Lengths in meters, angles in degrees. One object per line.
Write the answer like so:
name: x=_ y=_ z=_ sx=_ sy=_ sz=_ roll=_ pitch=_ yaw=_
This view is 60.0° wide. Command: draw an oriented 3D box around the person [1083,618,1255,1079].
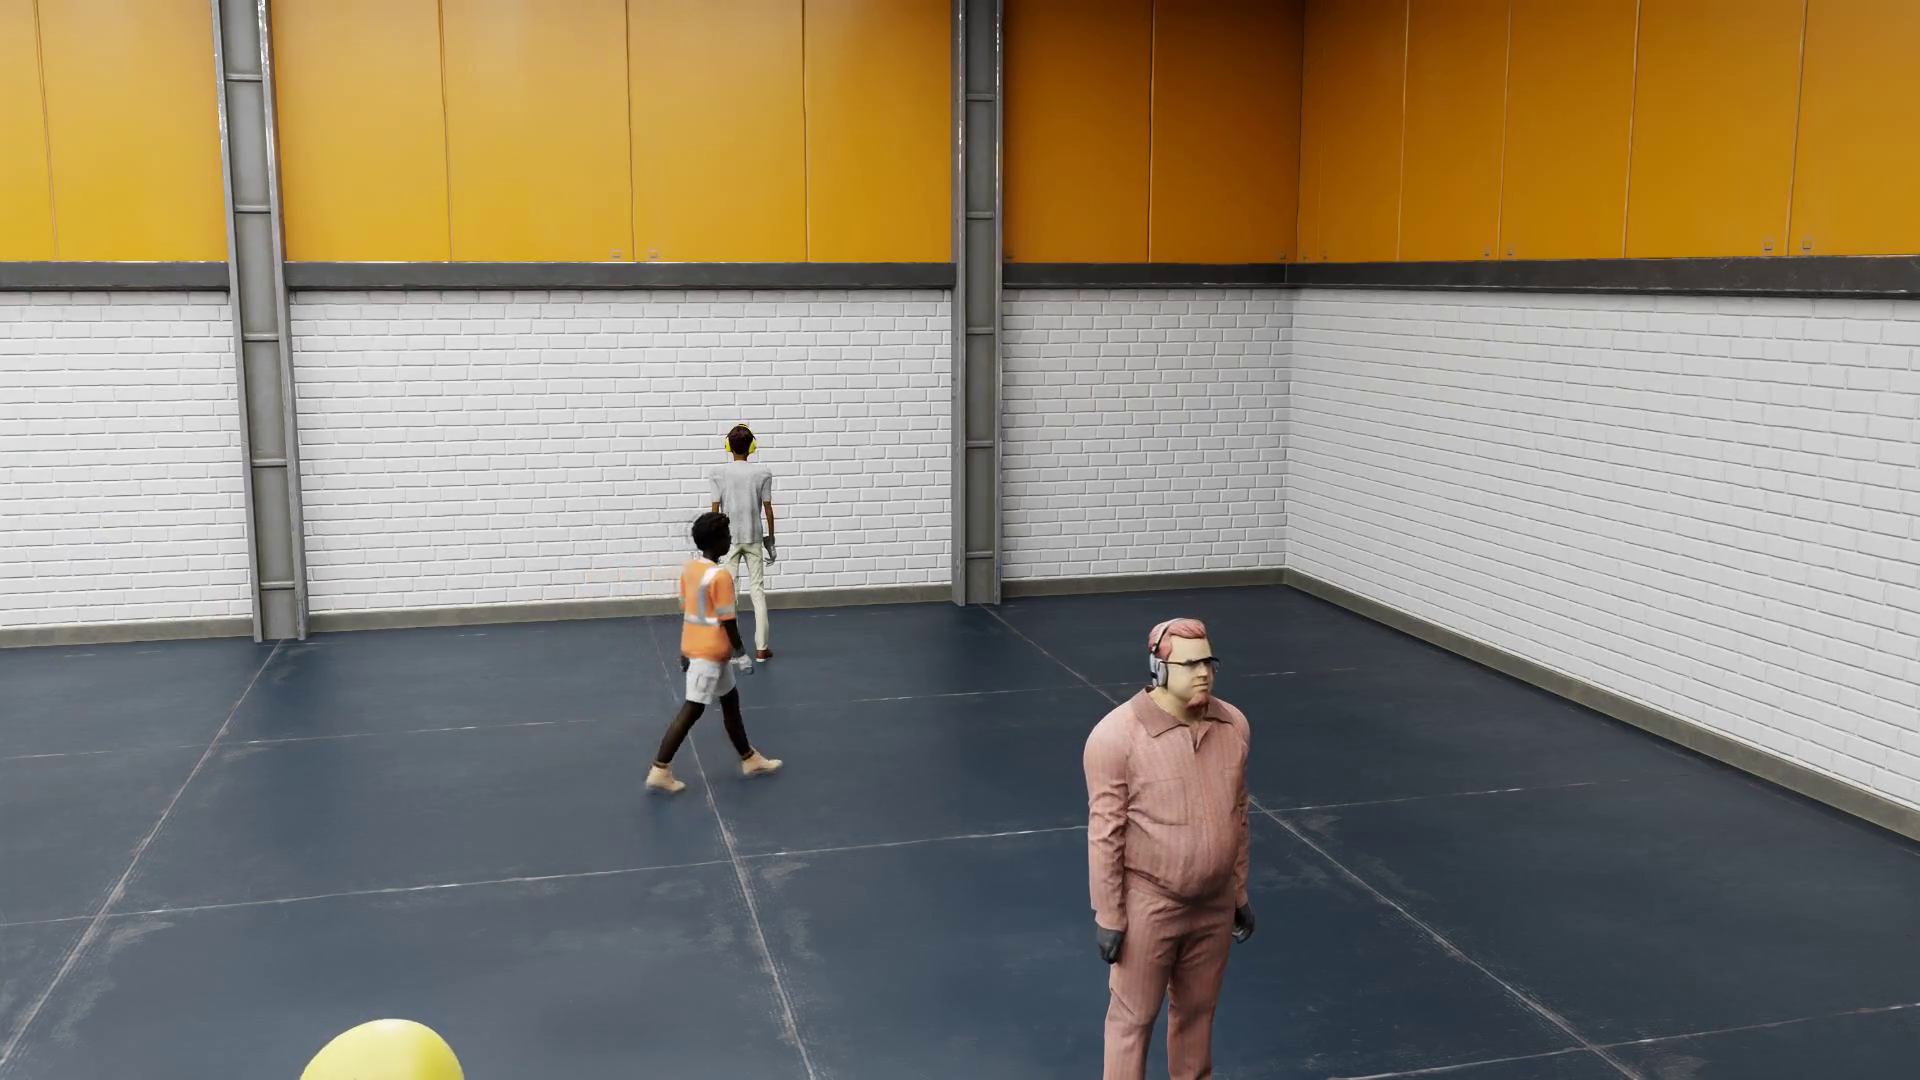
person: x=0.724 y=1.201 z=5.548 sx=0.643 sy=1.913 sz=0.411 roll=-5 pitch=10 yaw=-29

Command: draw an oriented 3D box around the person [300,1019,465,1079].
person: x=-0.883 y=1.666 z=2.599 sx=0.382 sy=1.924 sz=0.594 roll=-4 pitch=10 yaw=-26

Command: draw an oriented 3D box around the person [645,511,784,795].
person: x=-1.483 y=0.655 z=9.762 sx=0.887 sy=1.654 sz=0.533 roll=-4 pitch=10 yaw=-25

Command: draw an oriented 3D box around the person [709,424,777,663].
person: x=-1.702 y=0.029 z=12.997 sx=0.535 sy=1.868 sz=0.309 roll=-1 pitch=9 yaw=-8
